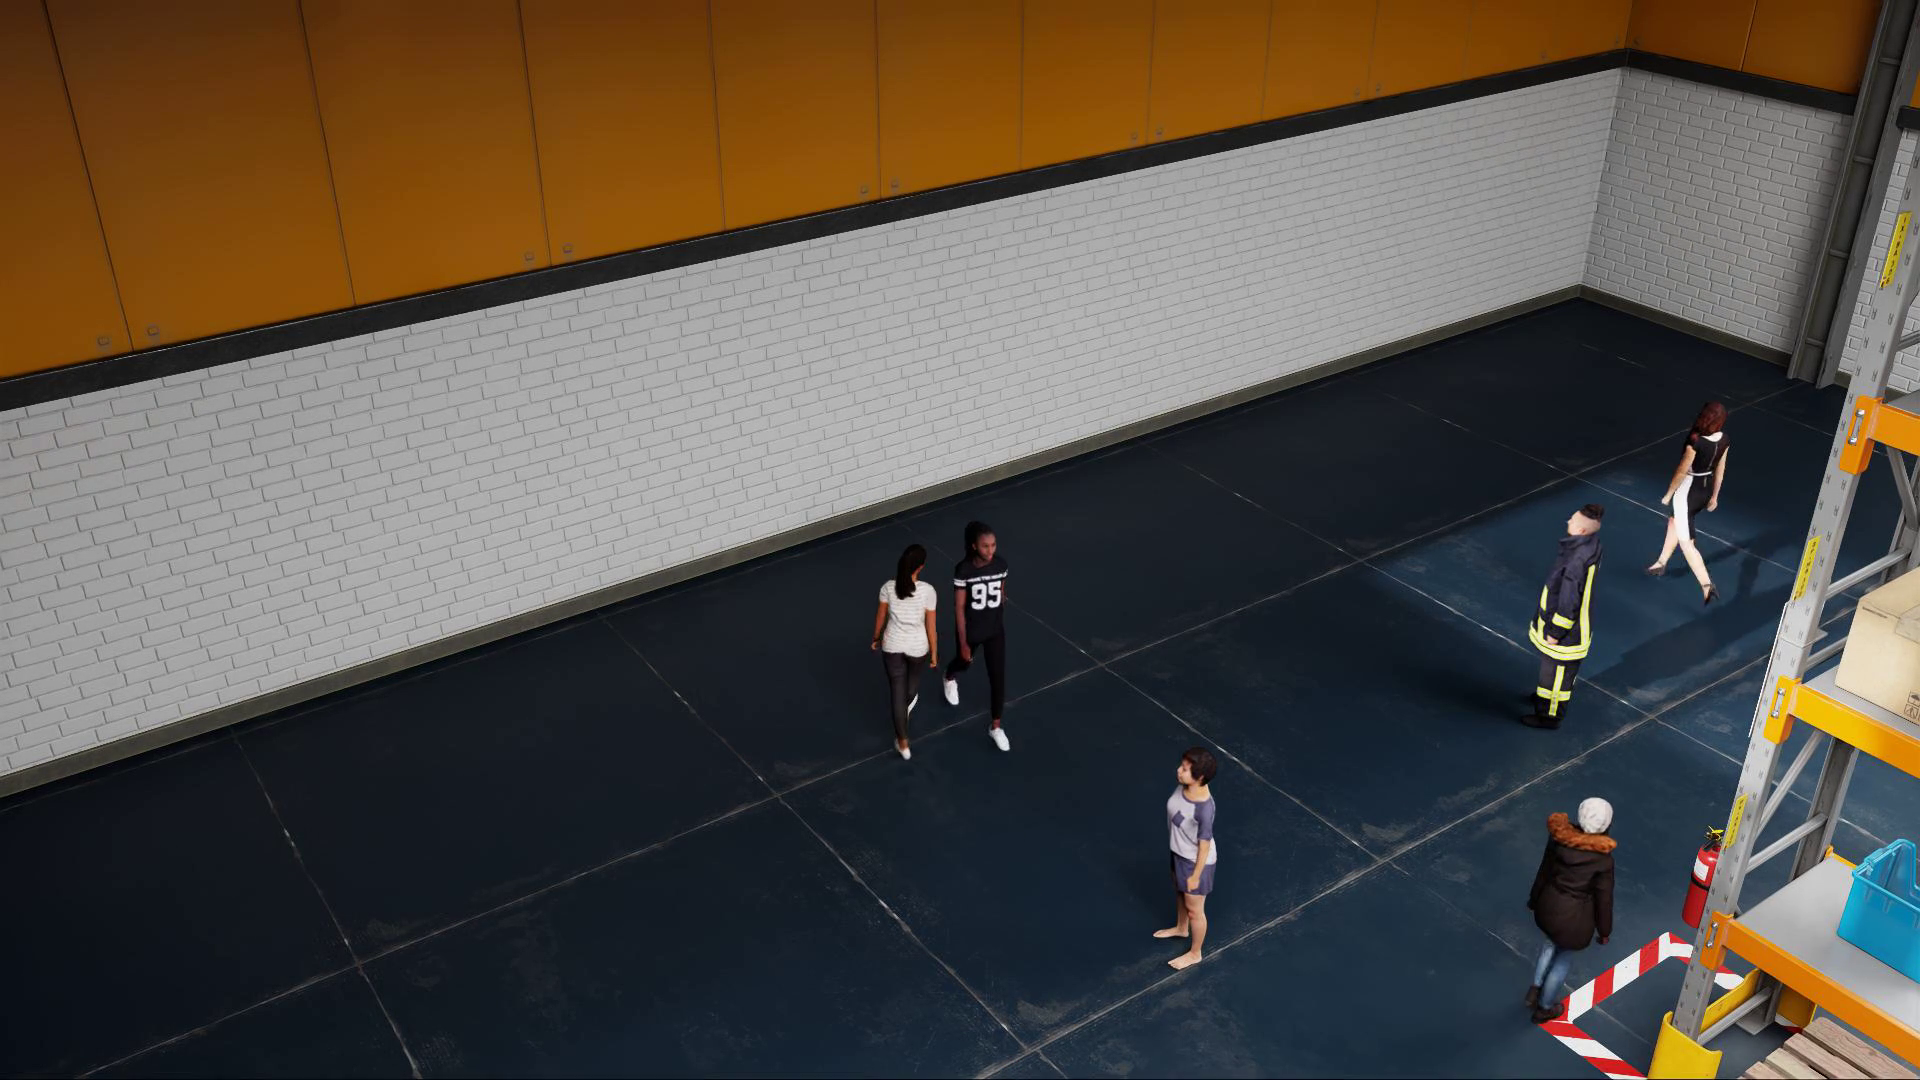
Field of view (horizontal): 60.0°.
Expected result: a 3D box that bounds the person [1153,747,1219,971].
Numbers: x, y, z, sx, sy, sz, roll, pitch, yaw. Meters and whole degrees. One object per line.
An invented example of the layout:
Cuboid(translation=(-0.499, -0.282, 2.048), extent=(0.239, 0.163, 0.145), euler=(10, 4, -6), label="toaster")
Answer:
Cuboid(translation=(1.408, 1.907, 10.146), extent=(0.698, 1.565, 0.584), euler=(-5, 29, -10), label="person")

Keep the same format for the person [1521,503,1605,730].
Cuboid(translation=(4.510, 0.545, 12.336), extent=(0.850, 1.859, 0.857), euler=(16, 33, 27), label="person")

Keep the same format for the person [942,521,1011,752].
Cuboid(translation=(0.090, 0.644, 12.326), extent=(0.775, 1.696, 1.213), euler=(-11, 31, -19), label="person")

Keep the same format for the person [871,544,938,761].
Cuboid(translation=(-0.378, 0.844, 12.060), extent=(0.990, 1.600, 1.113), euler=(-1, 29, -1), label="person")

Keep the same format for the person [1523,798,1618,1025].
Cuboid(translation=(3.460, 2.168, 9.605), extent=(0.698, 1.625, 0.543), euler=(-17, 33, -28), label="person")

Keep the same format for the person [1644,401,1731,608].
Cuboid(translation=(6.182, -0.272, 13.939), extent=(0.722, 1.759, 1.155), euler=(-13, 31, -22), label="person")
